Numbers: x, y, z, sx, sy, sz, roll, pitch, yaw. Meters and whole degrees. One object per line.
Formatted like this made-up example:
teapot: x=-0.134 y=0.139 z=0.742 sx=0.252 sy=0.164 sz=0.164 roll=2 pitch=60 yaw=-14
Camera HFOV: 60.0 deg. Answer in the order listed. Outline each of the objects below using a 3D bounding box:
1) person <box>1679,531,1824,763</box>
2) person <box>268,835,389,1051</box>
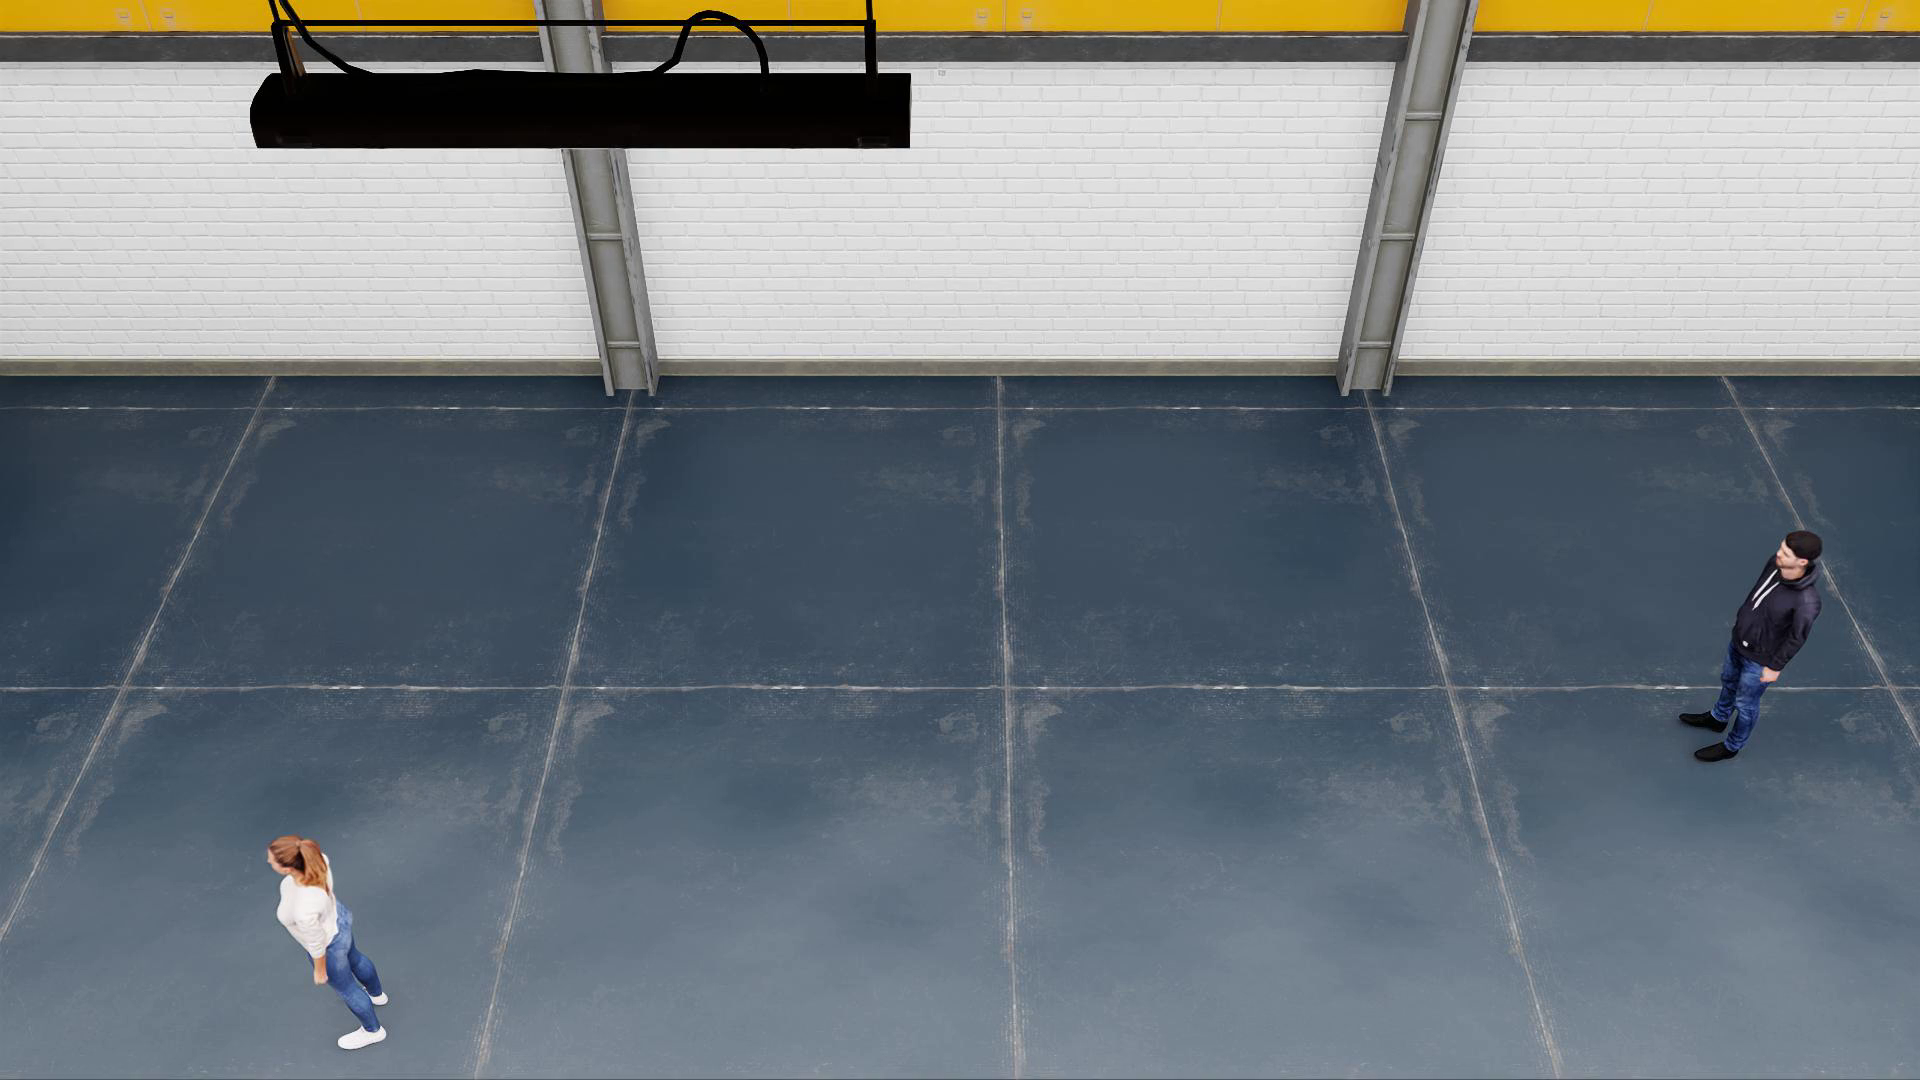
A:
person: x=4.963 y=0.646 z=10.286 sx=0.546 sy=1.892 sz=0.671 roll=-1 pitch=44 yaw=-1
person: x=-3.358 y=2.116 z=8.868 sx=0.576 sy=1.720 sz=0.639 roll=-6 pitch=44 yaw=-6
